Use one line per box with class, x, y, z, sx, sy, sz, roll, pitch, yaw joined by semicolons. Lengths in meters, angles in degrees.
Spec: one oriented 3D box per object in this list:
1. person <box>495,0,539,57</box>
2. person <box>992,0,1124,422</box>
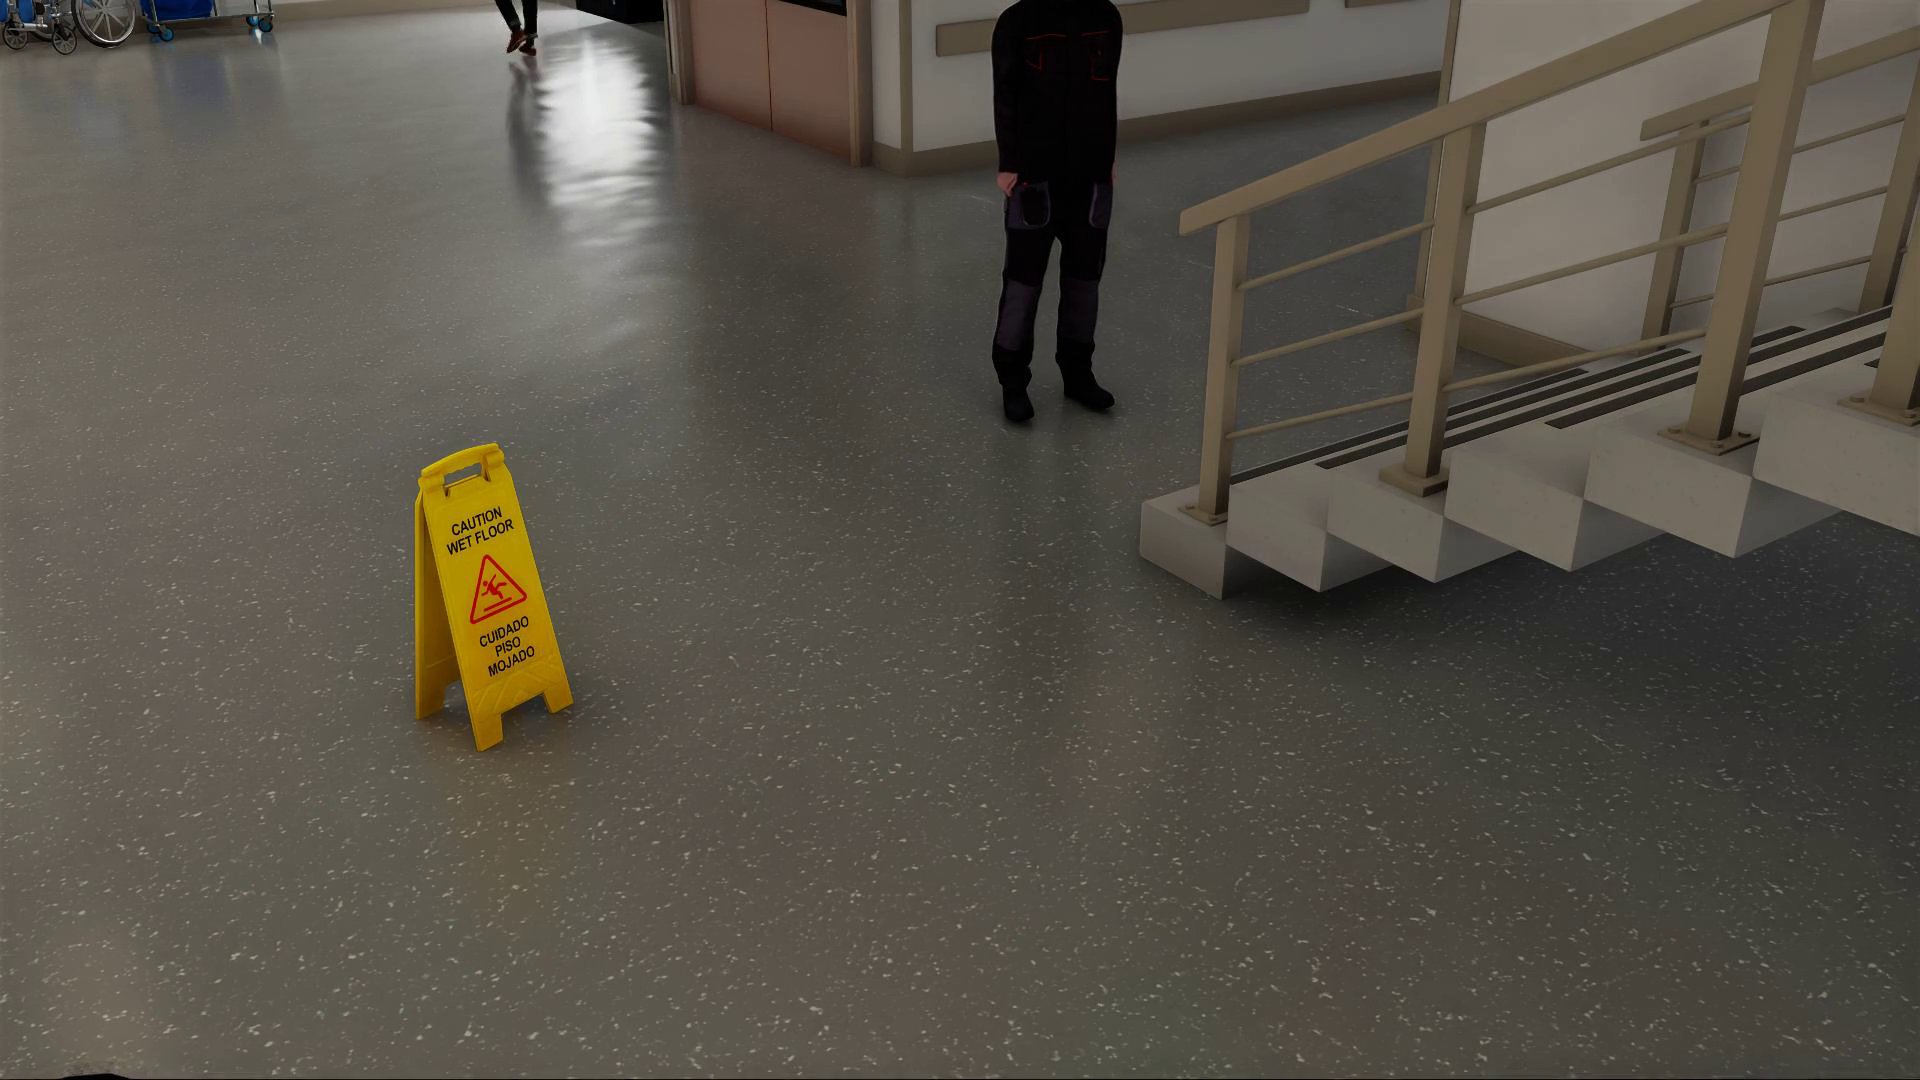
person;-3.703;-4.968;13.903;0.684;1.806;0.665;-17;30;-31
person;0.381;-1.419;6.415;0.740;1.917;0.664;-10;27;-20
